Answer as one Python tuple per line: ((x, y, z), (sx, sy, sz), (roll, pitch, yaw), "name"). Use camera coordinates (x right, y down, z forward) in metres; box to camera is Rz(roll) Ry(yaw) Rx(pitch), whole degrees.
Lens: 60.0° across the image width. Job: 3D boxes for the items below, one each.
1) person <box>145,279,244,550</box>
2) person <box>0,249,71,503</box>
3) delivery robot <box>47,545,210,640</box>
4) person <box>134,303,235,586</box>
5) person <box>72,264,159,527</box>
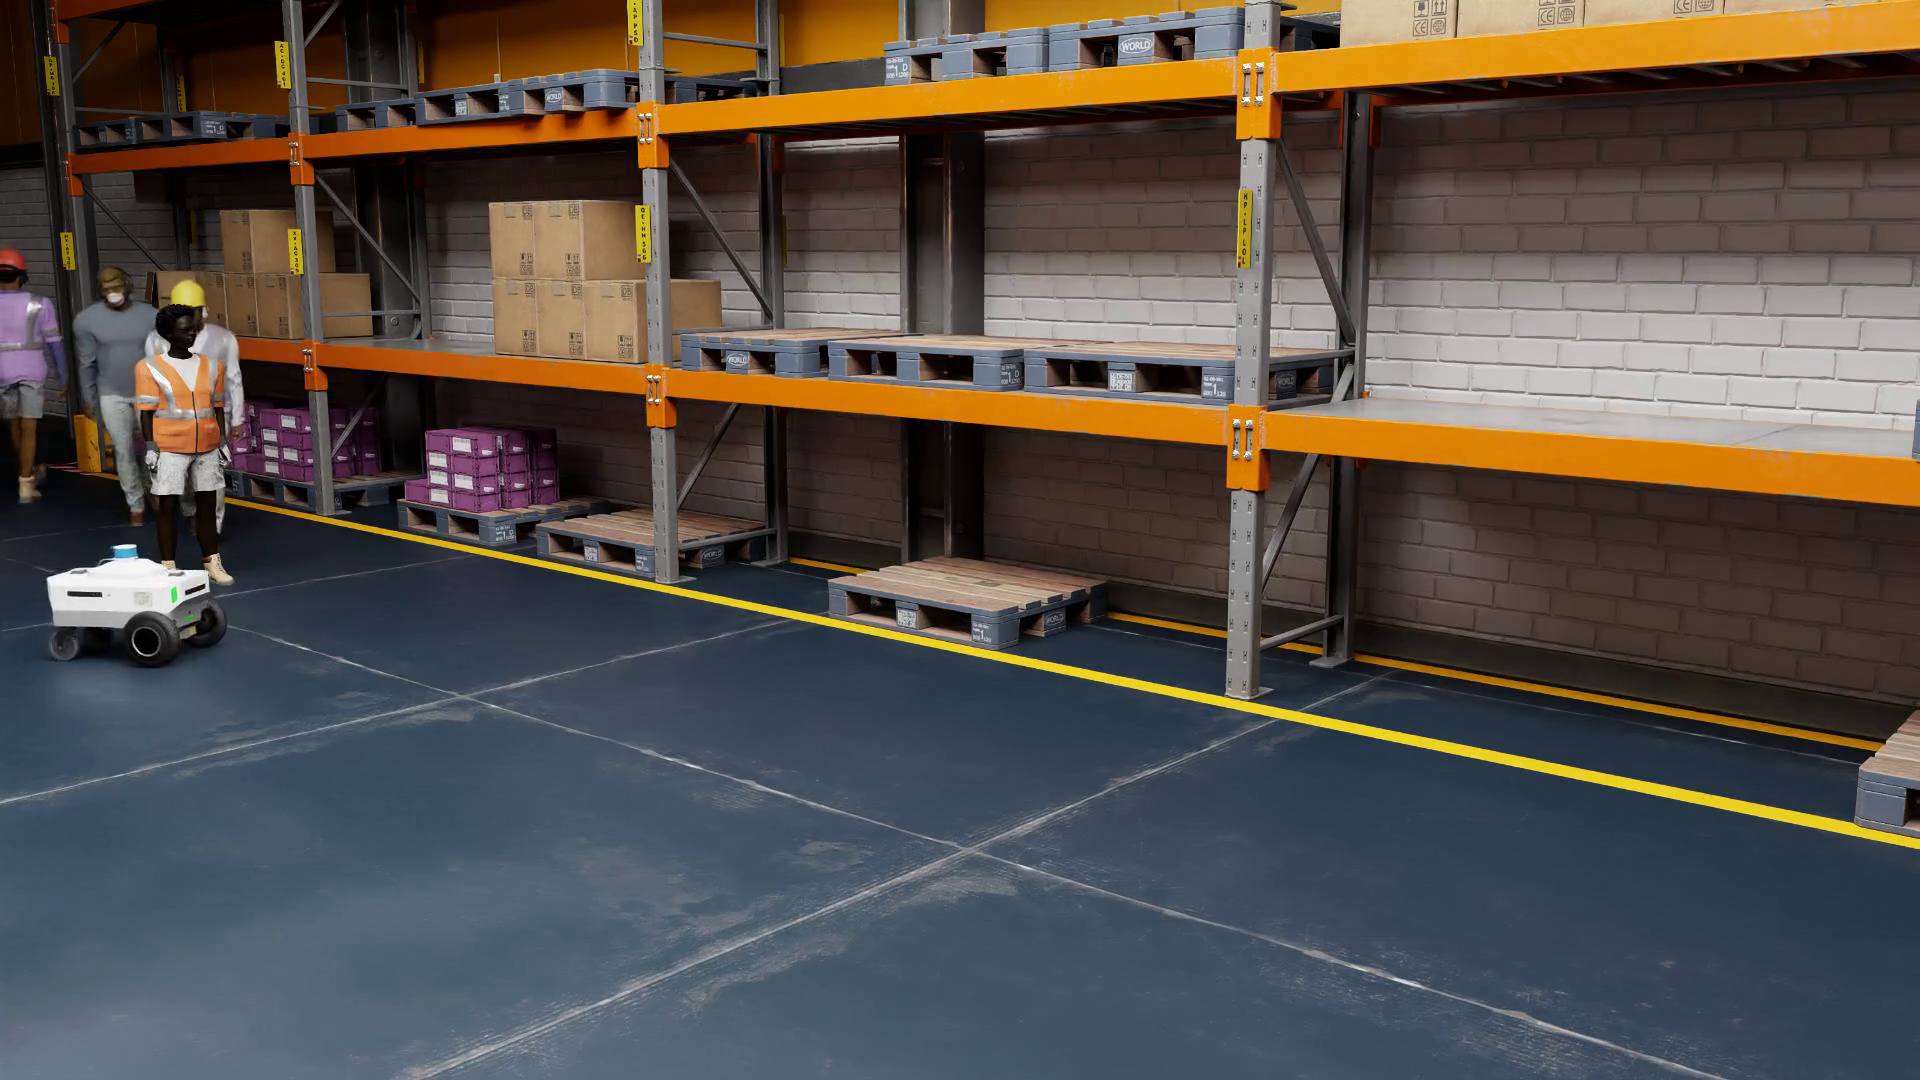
((-5.143, -0.844, 11.216), (0.604, 1.816, 0.491), (-4, 11, -22), "person")
((-7.577, -1.338, 13.492), (0.631, 2.001, 0.986), (-2, 10, -11), "person")
((-4.109, 0.267, 8.224), (0.707, 0.478, 0.477), (1, 10, 7), "delivery robot")
((-4.581, -0.544, 9.849), (0.318, 1.700, 0.535), (8, 13, 39), "person")
((-6.076, -1.048, 12.137), (0.652, 1.909, 0.666), (-6, 12, -31), "person")
